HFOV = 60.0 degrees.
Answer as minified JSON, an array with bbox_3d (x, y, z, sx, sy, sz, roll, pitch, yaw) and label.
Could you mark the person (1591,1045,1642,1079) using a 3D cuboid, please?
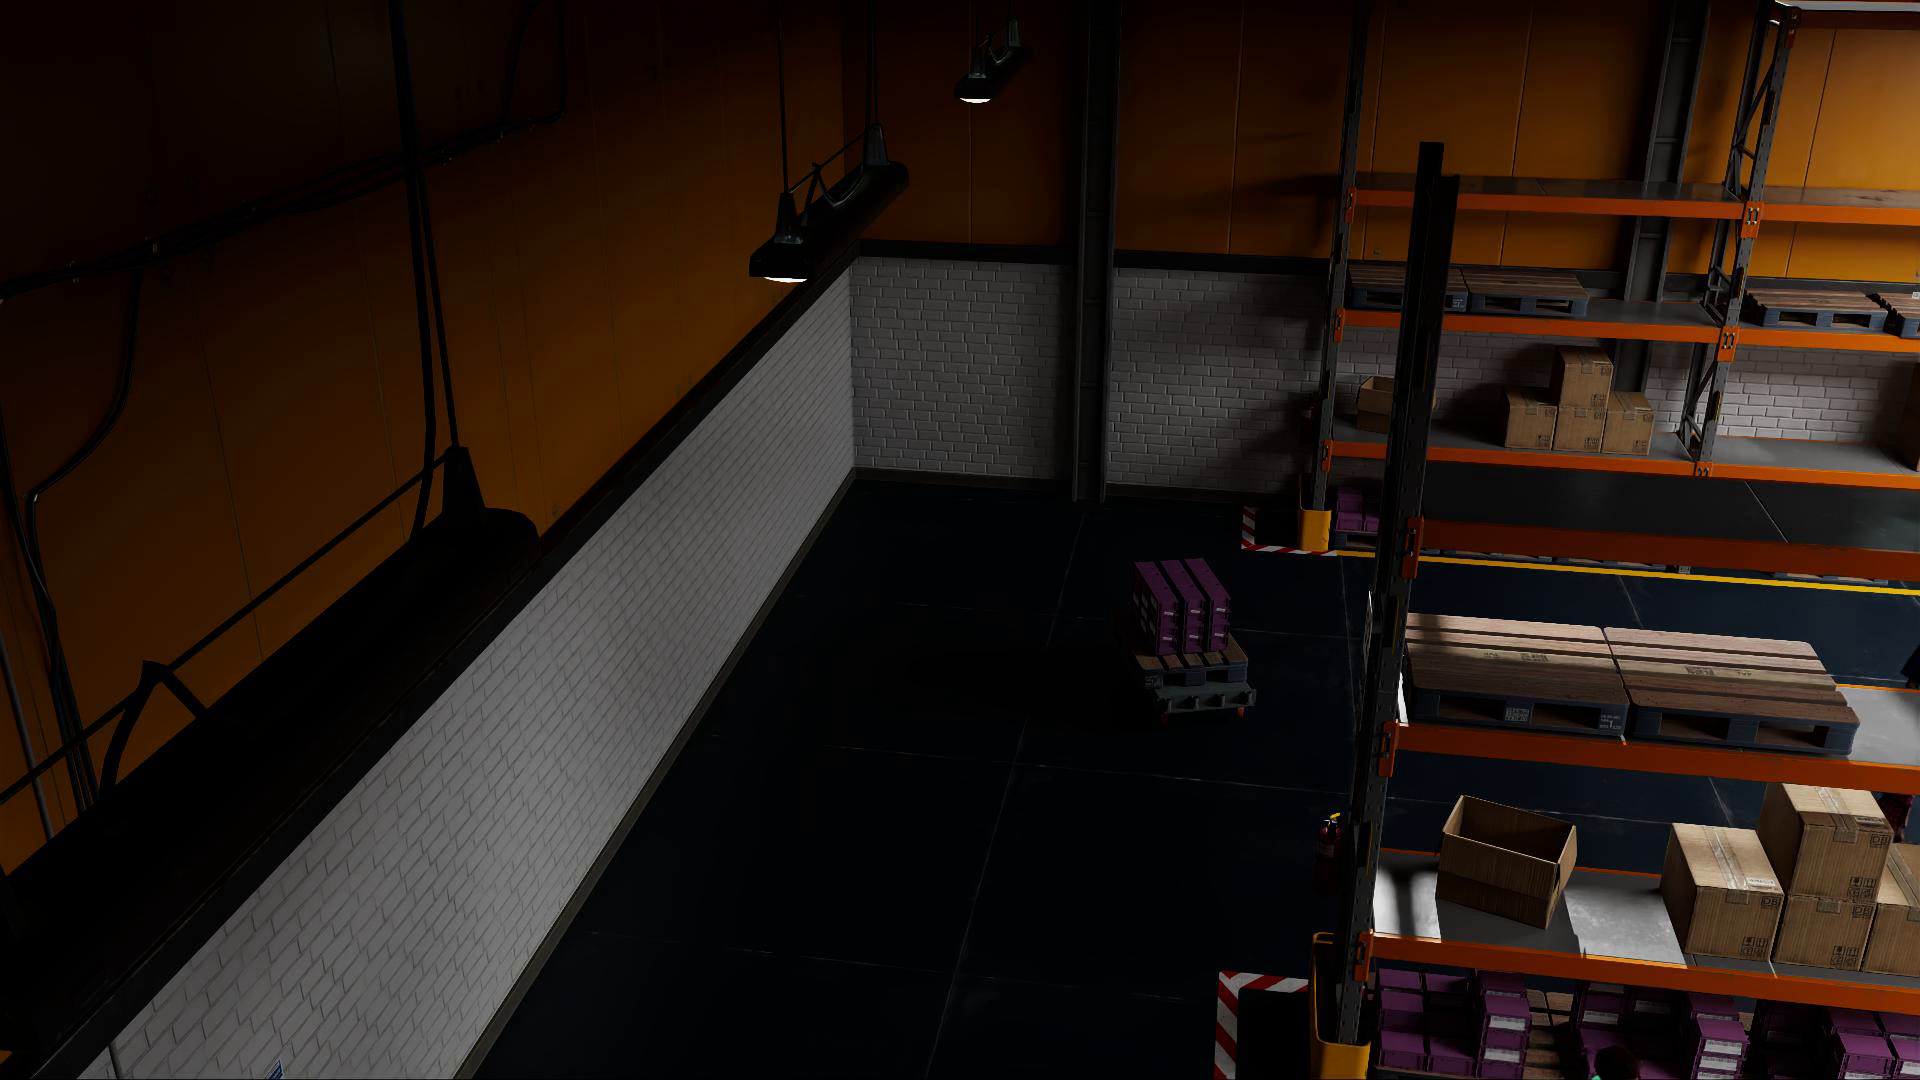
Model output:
[{"bbox_3d":[3.419,3.461,9.233,0.731,1.646,0.695,12,26,25],"label":"person"}]
